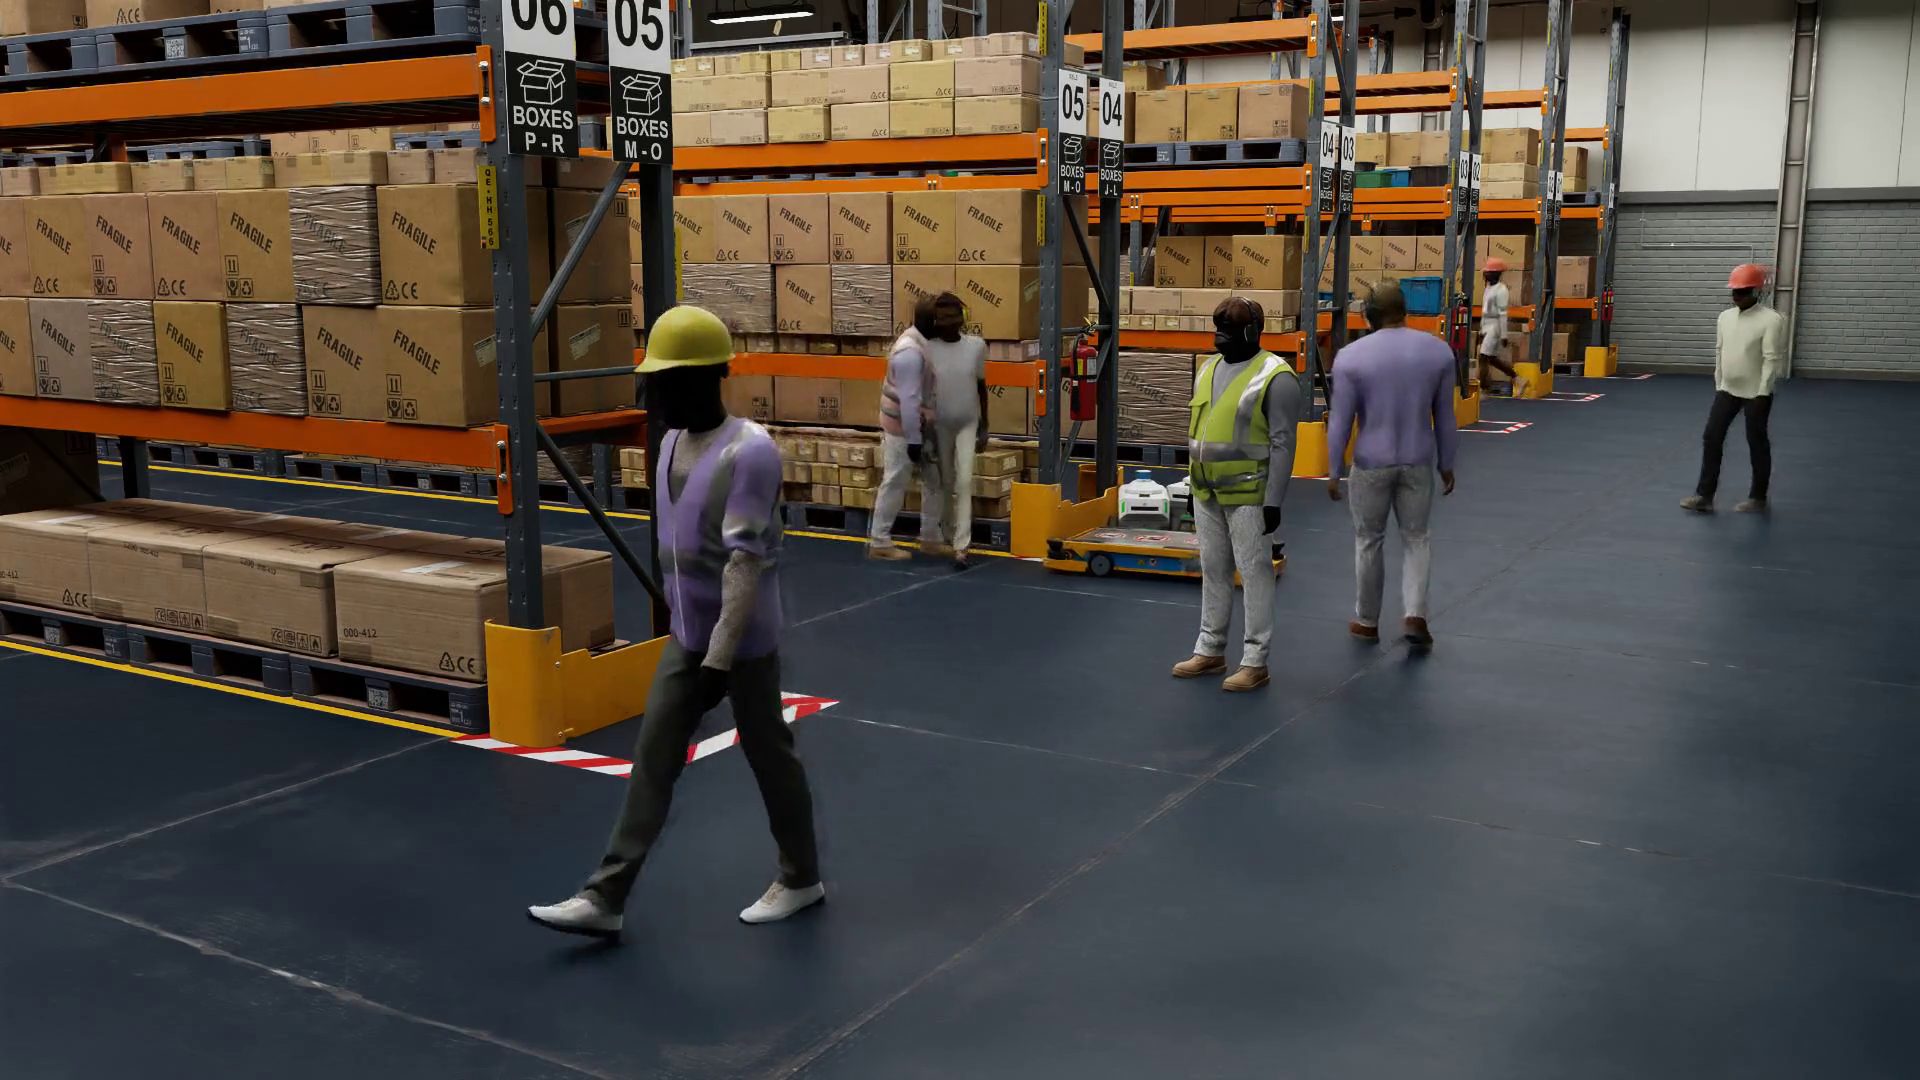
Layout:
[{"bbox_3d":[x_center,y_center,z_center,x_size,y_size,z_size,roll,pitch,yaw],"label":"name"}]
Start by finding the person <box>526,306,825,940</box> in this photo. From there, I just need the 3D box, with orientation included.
[{"bbox_3d":[-0.795,0.274,4.858,0.958,1.883,0.592,-9,13,-42],"label":"person"}]

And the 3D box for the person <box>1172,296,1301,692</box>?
[{"bbox_3d":[1.287,-0.217,7.838,0.429,1.845,0.621,-7,12,-35],"label":"person"}]

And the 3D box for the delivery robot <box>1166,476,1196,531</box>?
[{"bbox_3d":[1.760,-0.323,11.944,0.477,0.478,0.707,6,12,32],"label":"delivery robot"}]

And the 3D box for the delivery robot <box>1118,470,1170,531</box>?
[{"bbox_3d":[1.263,-0.239,11.453,0.477,0.478,0.707,1,10,5],"label":"delivery robot"}]

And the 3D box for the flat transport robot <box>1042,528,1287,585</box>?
[{"bbox_3d":[1.311,0.088,10.643,1.431,0.197,0.652,5,11,25],"label":"flat transport robot"}]

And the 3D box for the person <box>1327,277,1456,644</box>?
[{"bbox_3d":[2.215,-0.391,8.613,0.661,1.921,0.522,-1,10,-4],"label":"person"}]

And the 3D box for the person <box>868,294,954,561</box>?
[{"bbox_3d":[-0.292,-0.723,10.989,0.722,1.785,0.655,3,10,16],"label":"person"}]

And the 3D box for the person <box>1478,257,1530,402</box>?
[{"bbox_3d":[7.484,-2.904,23.045,0.877,2.021,0.600,1,10,4],"label":"person"}]

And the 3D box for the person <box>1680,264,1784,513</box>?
[{"bbox_3d":[6.076,-1.169,13.061,0.884,1.954,0.651,-4,11,-24],"label":"person"}]

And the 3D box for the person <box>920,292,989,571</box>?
[{"bbox_3d":[-0.045,-0.718,10.903,0.503,1.800,0.970,-1,10,-3],"label":"person"}]
